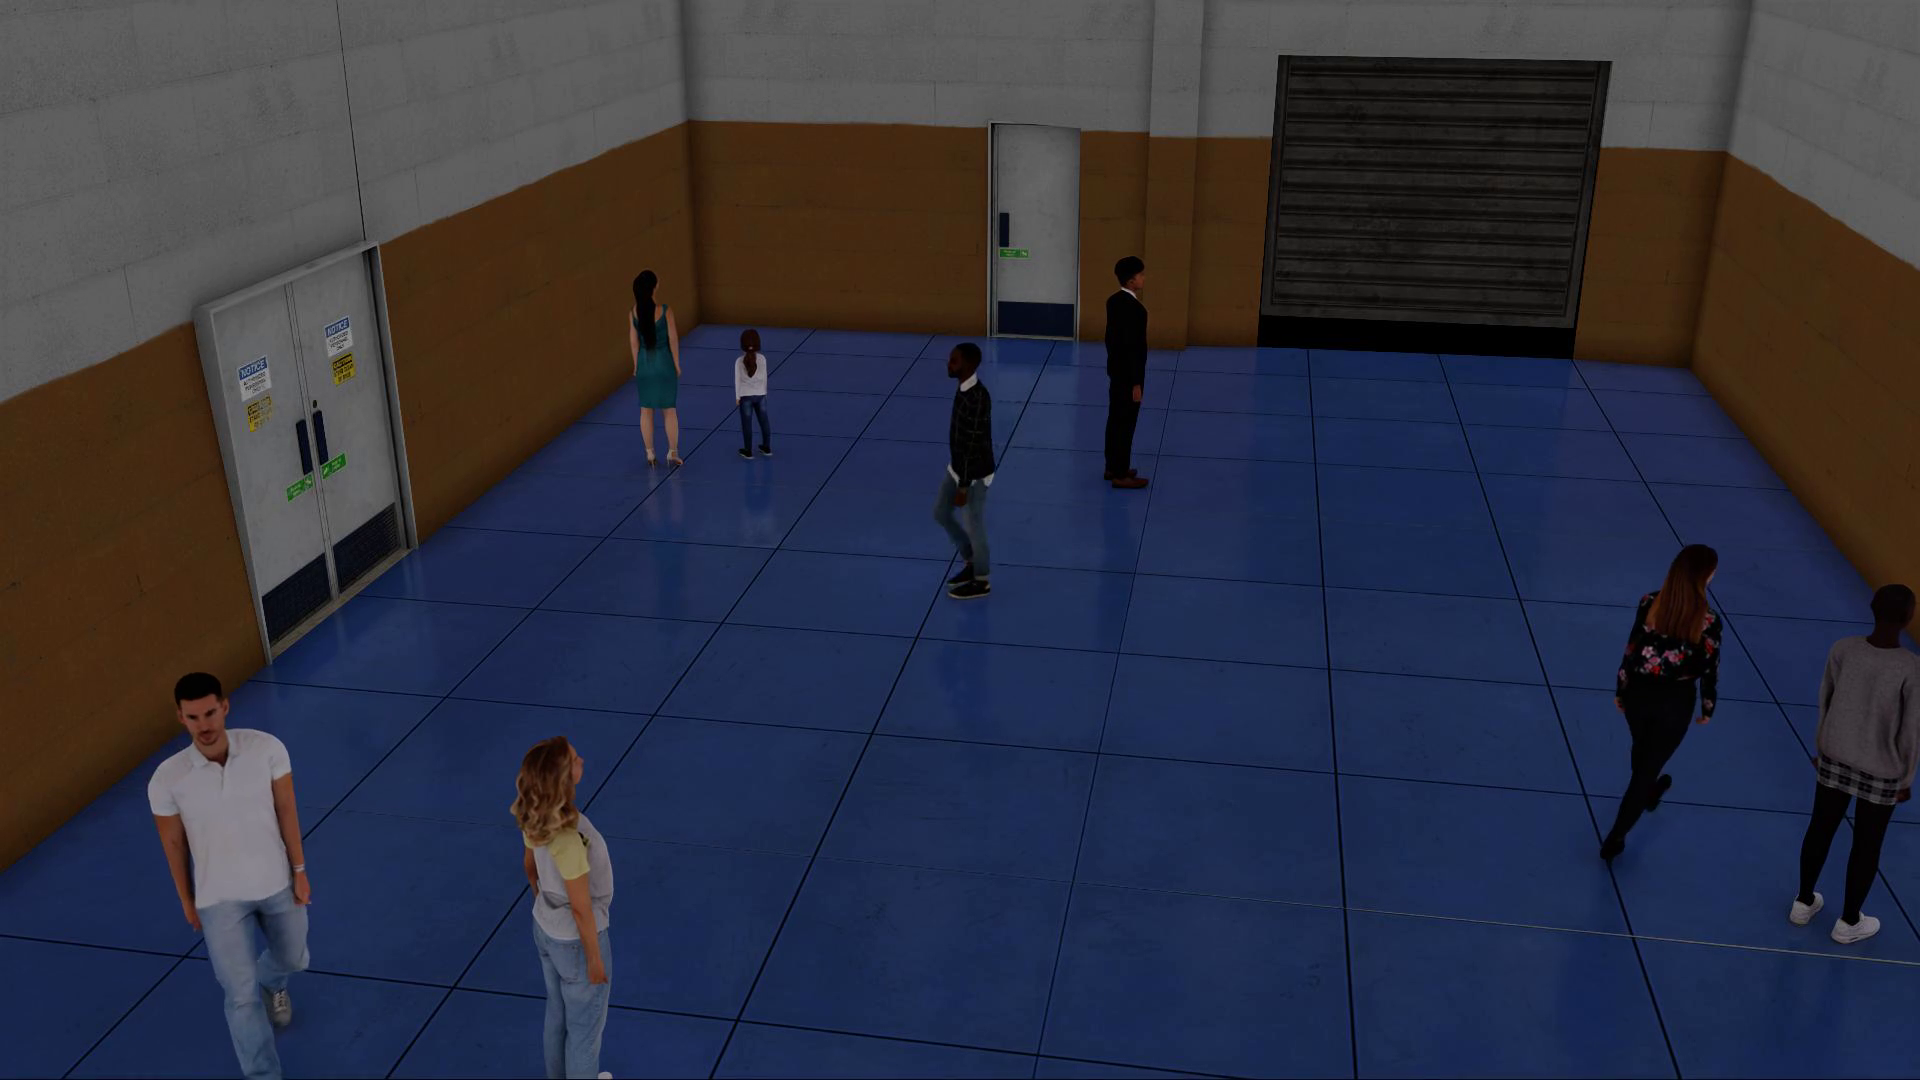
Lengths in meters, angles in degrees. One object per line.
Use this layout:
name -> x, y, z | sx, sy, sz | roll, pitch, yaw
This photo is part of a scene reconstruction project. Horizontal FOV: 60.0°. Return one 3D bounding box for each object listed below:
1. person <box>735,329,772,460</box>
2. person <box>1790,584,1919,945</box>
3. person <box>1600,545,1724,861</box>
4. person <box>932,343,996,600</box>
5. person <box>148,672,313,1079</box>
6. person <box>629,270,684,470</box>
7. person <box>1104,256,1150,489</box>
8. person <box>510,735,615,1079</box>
person -> -1.773, -1.259, 14.196 | 0.518, 1.110, 0.582 | -12, 25, -28
person -> 4.138, 1.018, 7.643 | 0.751, 1.771, 0.683 | -16, 27, -34
person -> 3.437, 0.849, 8.247 | 1.093, 1.635, 1.049 | 19, 28, 38
person -> 0.160, -0.461, 11.272 | 0.775, 1.811, 0.794 | -4, 22, -11
person -> -2.893, 1.349, 6.724 | 1.112, 1.842, 1.171 | -14, 26, -32
person -> -2.529, -1.414, 13.812 | 0.455, 1.685, 0.632 | 1, 22, 4
person -> 1.322, -1.355, 13.398 | 0.724, 1.884, 0.770 | -6, 23, -14
person -> -1.508, 1.530, 6.413 | 0.767, 1.723, 0.691 | -17, 28, -36
